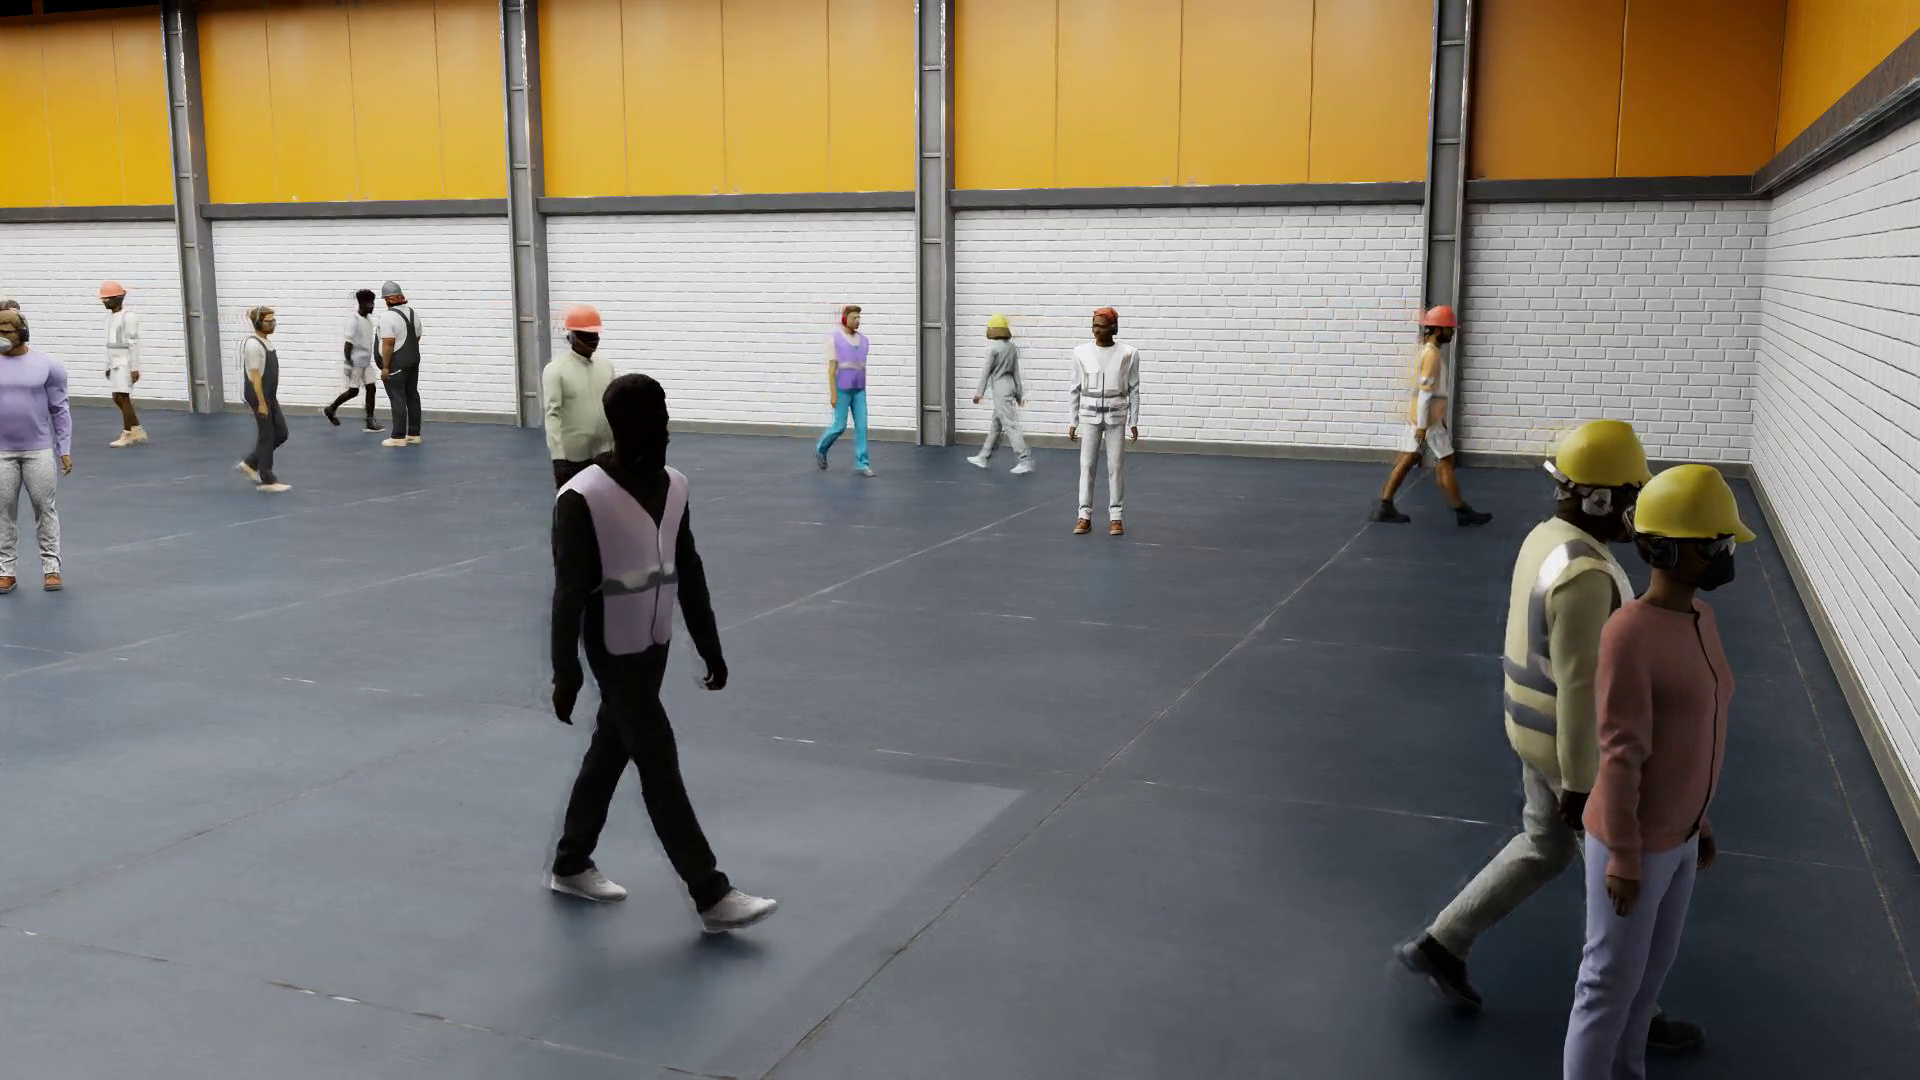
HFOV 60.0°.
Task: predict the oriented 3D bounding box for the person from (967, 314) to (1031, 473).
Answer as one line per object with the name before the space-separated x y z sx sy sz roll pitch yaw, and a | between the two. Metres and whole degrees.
person | 0.443 -1.578 17.947 0.916 1.694 0.495 6 11 32

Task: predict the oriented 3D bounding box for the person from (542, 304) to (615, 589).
person | -2.439 -0.582 11.109 0.911 1.955 0.666 7 12 37

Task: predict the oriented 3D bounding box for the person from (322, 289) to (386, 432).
person | -8.118 -2.391 22.184 0.793 1.927 0.636 2 10 13

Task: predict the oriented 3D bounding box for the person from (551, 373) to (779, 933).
person | -1.047 0.373 5.605 0.990 1.861 0.616 4 10 24

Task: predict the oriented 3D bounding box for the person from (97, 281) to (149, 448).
person | -10.263 -2.147 20.386 0.621 2.030 0.547 7 11 35

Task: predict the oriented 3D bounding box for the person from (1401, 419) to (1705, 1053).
person | 1.711 0.550 4.724 0.795 1.799 0.606 1 9 7

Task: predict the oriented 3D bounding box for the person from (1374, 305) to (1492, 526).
person | 4.037 -1.055 14.215 0.986 1.886 0.563 2 10 11

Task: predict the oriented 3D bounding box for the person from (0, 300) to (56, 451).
person | -11.022 -1.901 19.539 0.794 1.813 0.661 1 9 5

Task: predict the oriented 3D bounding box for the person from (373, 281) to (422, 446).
person | -6.989 -2.186 20.585 0.537 2.000 0.675 3 10 18

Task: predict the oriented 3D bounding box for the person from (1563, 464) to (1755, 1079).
person | 1.654 0.700 3.931 0.316 1.769 0.523 9 13 42

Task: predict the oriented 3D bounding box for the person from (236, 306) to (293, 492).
person | -6.841 -1.368 16.262 0.469 1.834 0.504 -1 9 -5

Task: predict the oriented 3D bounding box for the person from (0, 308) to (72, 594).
person | -6.381 -0.602 11.309 0.627 1.936 0.375 -4 10 -20

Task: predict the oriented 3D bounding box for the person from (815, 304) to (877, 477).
person | -1.210 -1.588 17.635 0.577 1.822 0.772 -9 13 -43

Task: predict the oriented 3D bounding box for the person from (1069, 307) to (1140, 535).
person | 1.189 -0.978 13.746 0.582 1.879 0.338 2 9 9
